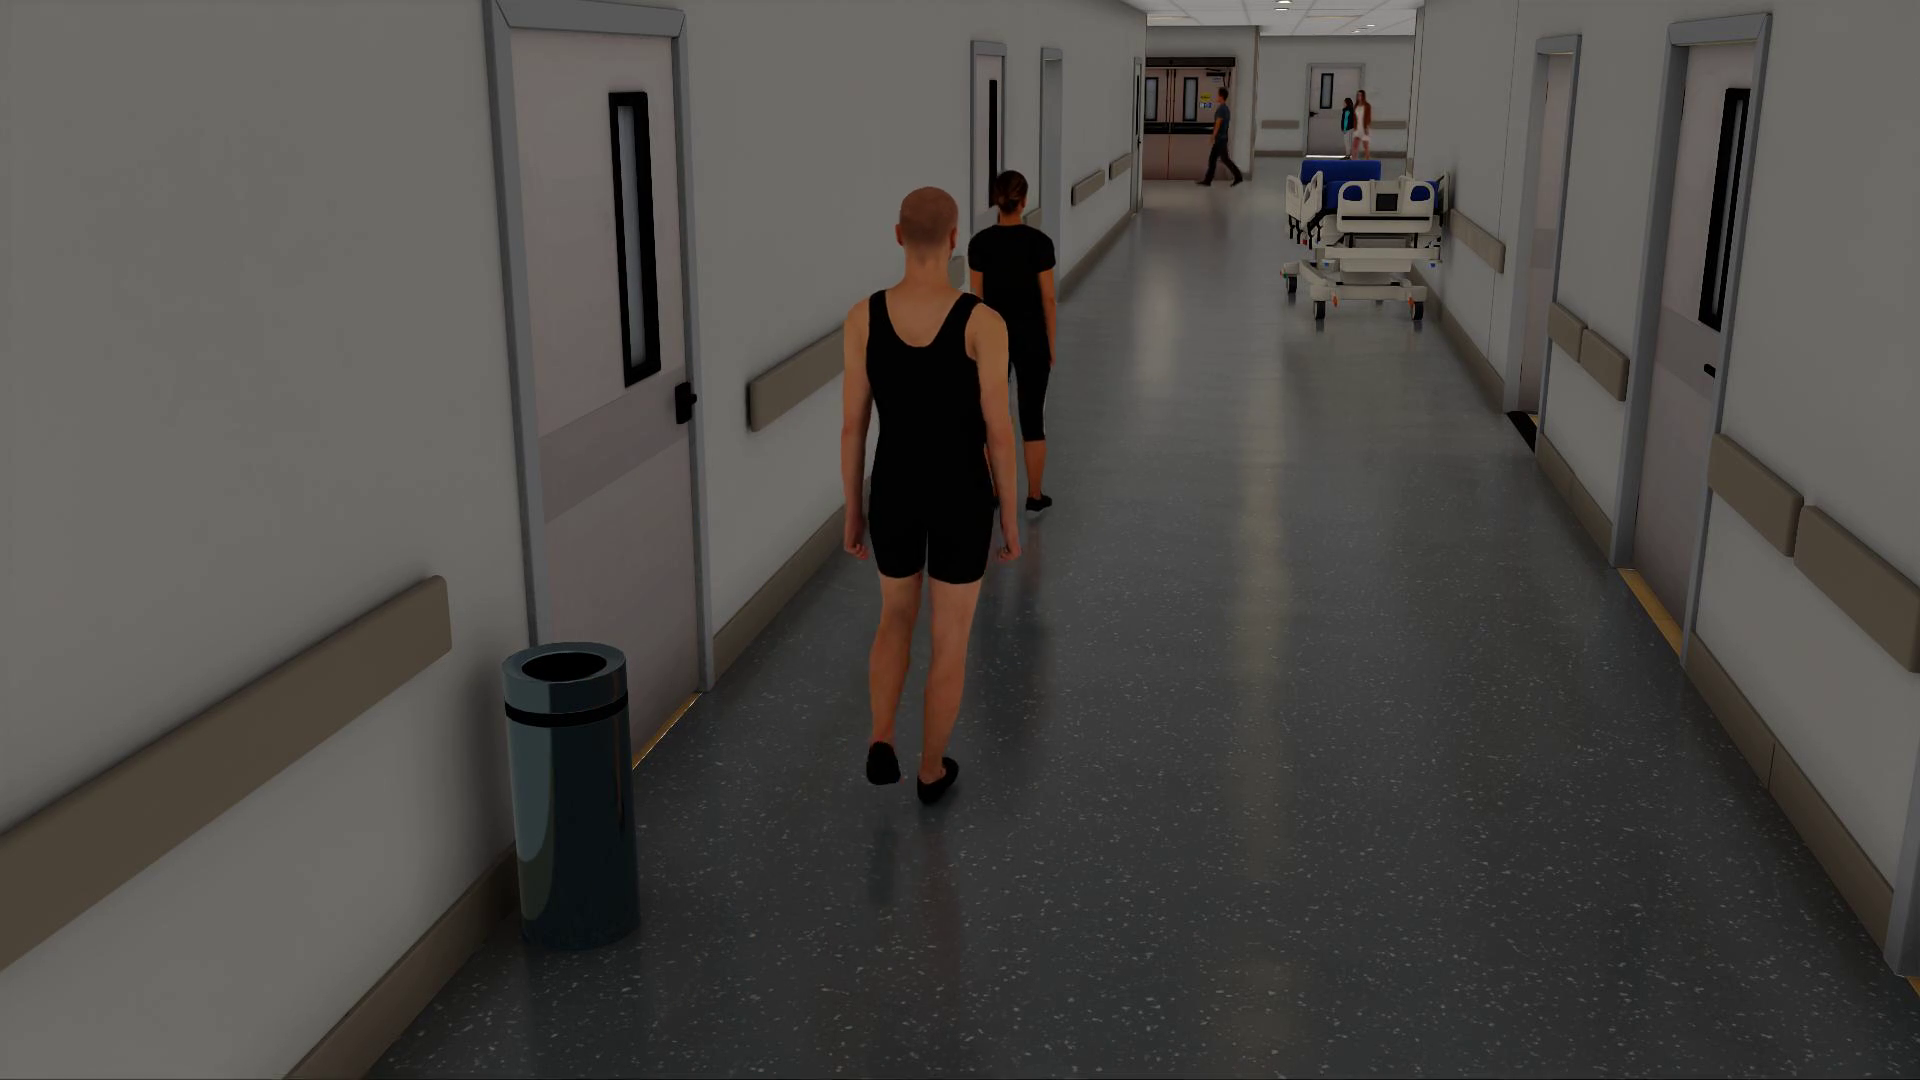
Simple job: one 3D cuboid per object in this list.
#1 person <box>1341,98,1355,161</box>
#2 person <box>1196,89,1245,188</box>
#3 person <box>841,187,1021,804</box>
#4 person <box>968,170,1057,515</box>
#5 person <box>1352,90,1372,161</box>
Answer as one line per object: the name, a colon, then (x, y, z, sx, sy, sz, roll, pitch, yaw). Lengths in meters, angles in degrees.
person: (9.550, -10.118, 40.927, 0.623, 1.498, 0.609, 6, 17, 21)
person: (4.931, -7.425, 30.863, 1.161, 1.775, 0.751, 5, 16, 16)
person: (-0.115, -0.066, 4.703, 0.691, 1.805, 0.760, 5, 16, 16)
person: (0.254, -0.964, 8.142, 0.448, 1.668, 0.641, 2, 16, 7)
person: (9.087, -9.216, 37.411, 1.157, 1.669, 0.960, 10, 19, 32)
